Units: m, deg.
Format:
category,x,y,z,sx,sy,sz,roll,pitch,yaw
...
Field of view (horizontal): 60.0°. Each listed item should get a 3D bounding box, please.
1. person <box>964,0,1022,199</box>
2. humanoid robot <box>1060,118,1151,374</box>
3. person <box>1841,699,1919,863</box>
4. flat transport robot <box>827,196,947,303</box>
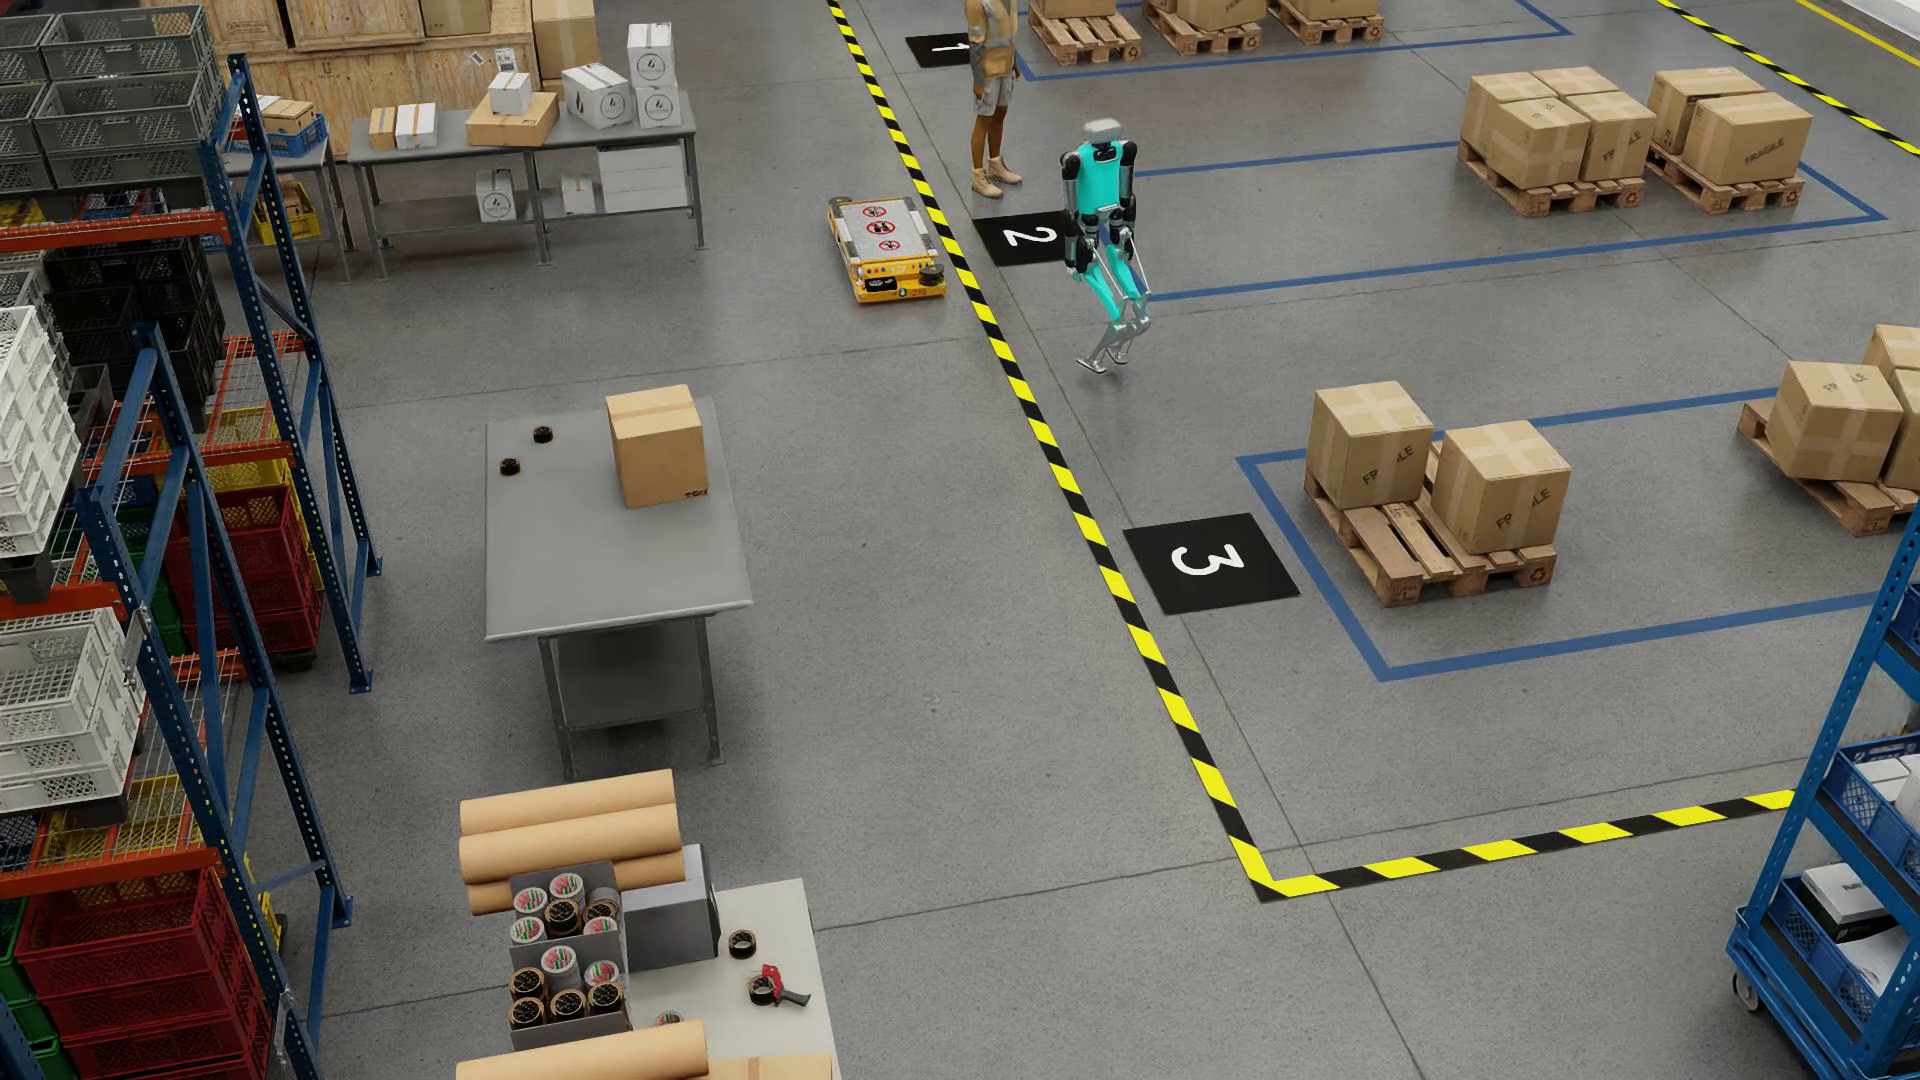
category,x,y,z,sx,sy,sz,roll,pitch,yaw
person,0.287,-3.718,13.063,0.366,2.048,0.606,21,42,26
humanoid robot,0.994,-1.816,10.656,0.533,1.671,0.735,-18,40,-22
person,4.266,0.876,7.086,0.939,1.811,0.591,-3,37,-4
flat transport robot,-0.570,-2.220,12.538,0.659,0.231,1.431,-8,37,-10
